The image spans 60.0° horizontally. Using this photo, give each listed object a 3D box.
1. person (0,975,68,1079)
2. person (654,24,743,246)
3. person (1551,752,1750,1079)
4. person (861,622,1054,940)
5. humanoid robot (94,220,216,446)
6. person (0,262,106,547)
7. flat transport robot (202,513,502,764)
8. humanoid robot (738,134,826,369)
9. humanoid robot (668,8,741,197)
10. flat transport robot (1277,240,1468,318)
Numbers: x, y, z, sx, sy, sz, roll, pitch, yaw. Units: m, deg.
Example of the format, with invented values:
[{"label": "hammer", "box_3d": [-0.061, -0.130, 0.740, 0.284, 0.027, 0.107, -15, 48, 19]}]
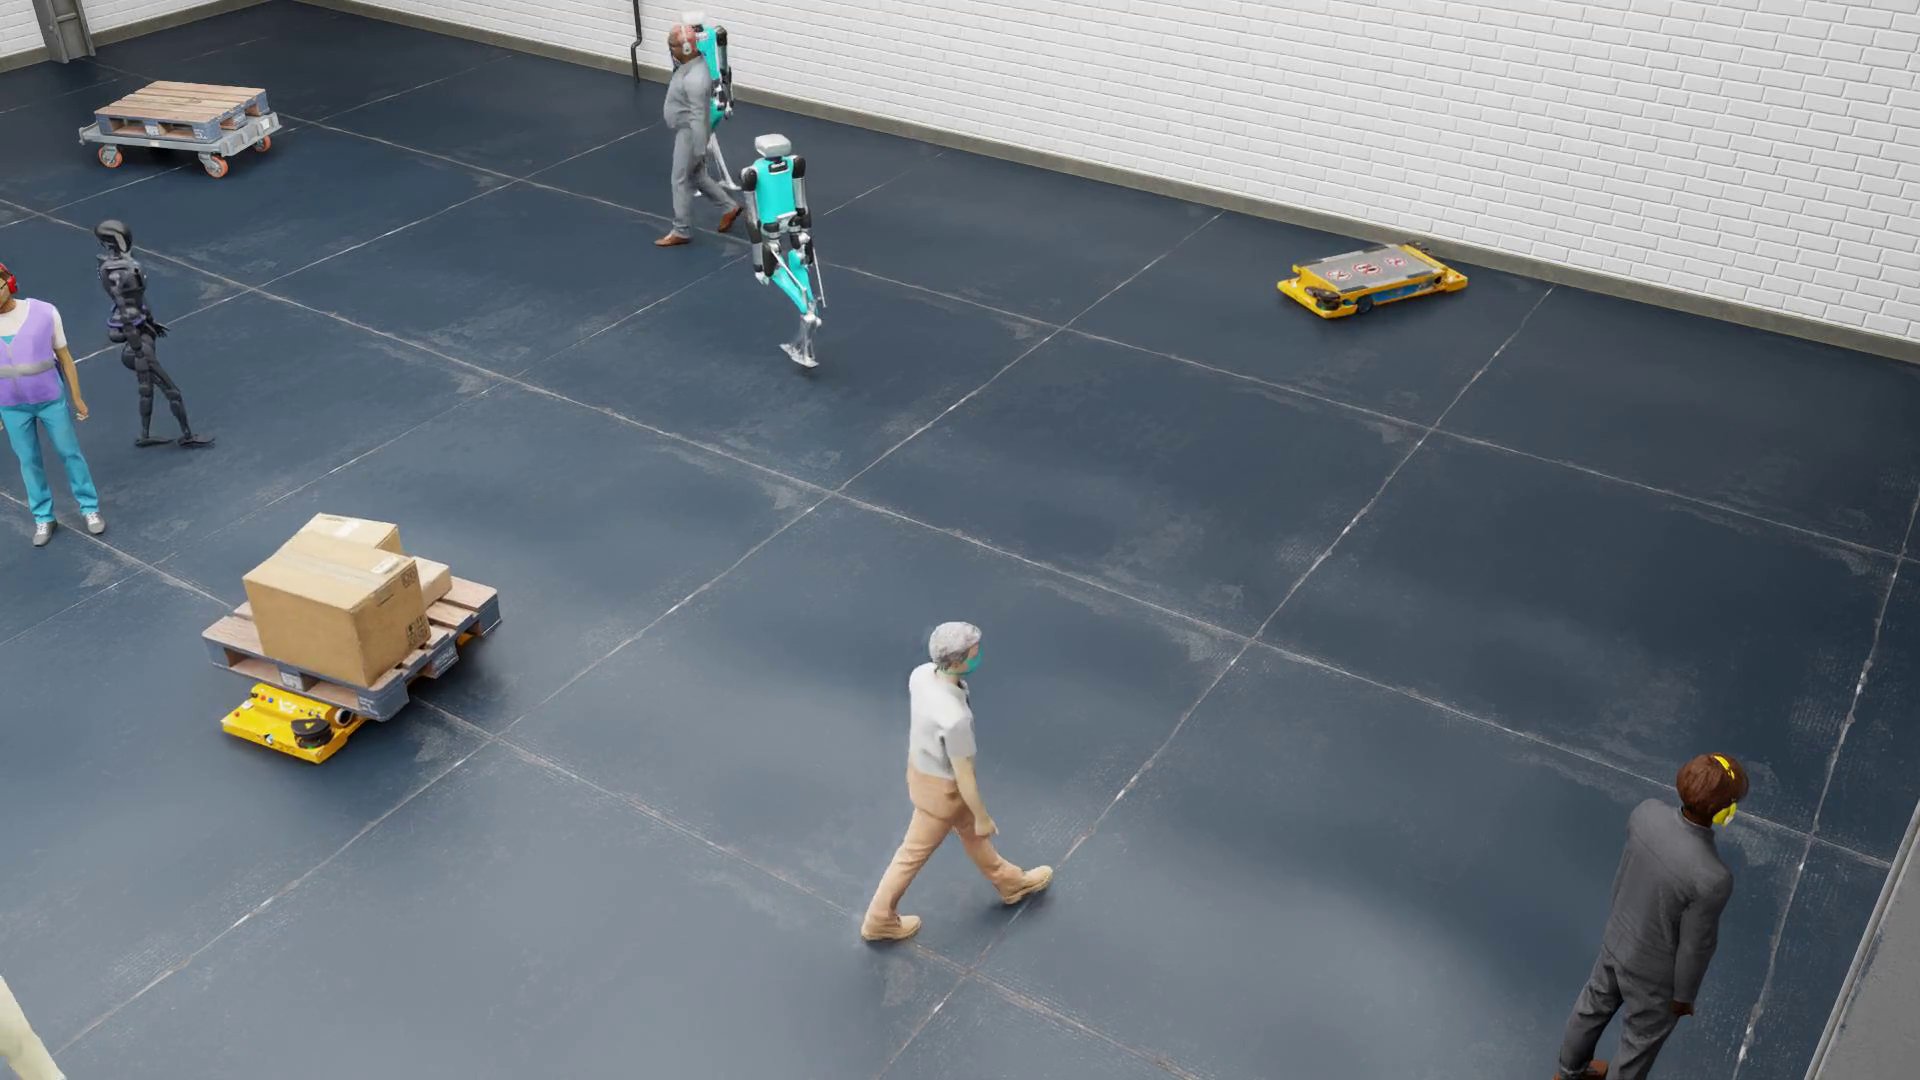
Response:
[{"label": "person", "box_3d": [-3.874, 1.648, 6.288, 1.002, 1.783, 0.566, 13, 35, 20]}, {"label": "person", "box_3d": [-2.285, -3.432, 14.100, 0.749, 1.880, 0.666, -5, 33, -7]}, {"label": "person", "box_3d": [2.631, 1.570, 6.342, 0.353, 1.867, 0.491, -10, 34, -15]}, {"label": "person", "box_3d": [-0.026, 1.065, 7.275, 0.955, 1.691, 0.496, -8, 34, -12]}, {"label": "humanoid robot", "box_3d": [-5.433, -1.376, 11.104, 0.553, 1.646, 0.603, -8, 34, -12]}, {"label": "person", "box_3d": [-5.638, -0.849, 10.121, 0.563, 1.843, 0.393, -12, 35, -18]}, {"label": "flat transport robot", "box_3d": [-3.317, 0.672, 9.211, 0.659, 0.231, 1.431, 14, 35, 20]}, {"label": "humanoid robot", "box_3d": [-1.168, -1.977, 11.993, 0.536, 1.786, 0.859, -25, 40, -34]}, {"label": "humanoid robot", "box_3d": [-2.352, -3.983, 15.084, 0.607, 1.759, 0.745, -14, 35, -21]}, {"label": "flat transport robot", "box_3d": [3.373, -2.129, 13.569, 1.431, 0.231, 0.659, -15, 36, -22]}]
